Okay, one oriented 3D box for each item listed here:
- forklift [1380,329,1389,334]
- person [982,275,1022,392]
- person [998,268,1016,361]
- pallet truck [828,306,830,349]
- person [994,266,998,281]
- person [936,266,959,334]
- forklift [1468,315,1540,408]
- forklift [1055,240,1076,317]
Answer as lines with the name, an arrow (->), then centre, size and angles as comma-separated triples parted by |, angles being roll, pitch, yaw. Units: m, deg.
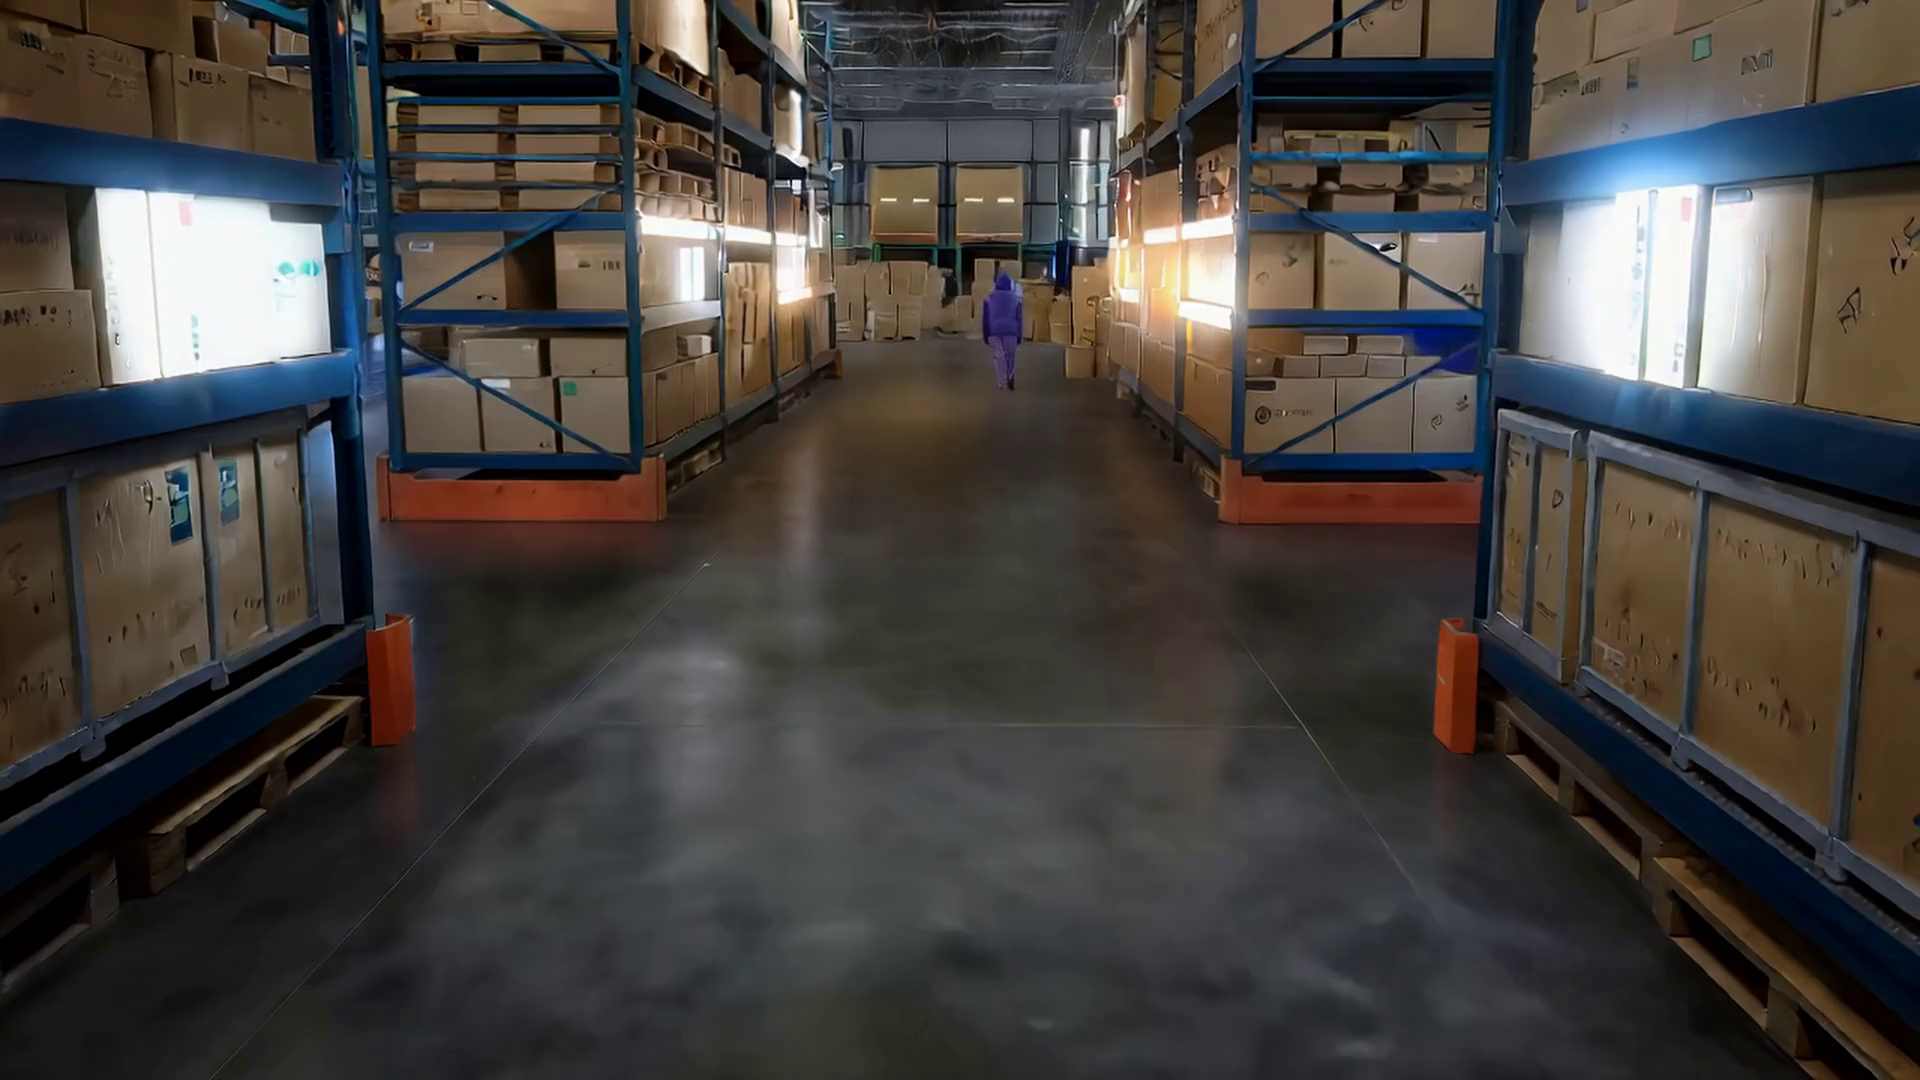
forklift -> 6.569, -3.842, 26.577 | 1.129, 2.768, 1.873 | 0, 9, 1
person -> 0.665, -3.237, 26.116 | 0.634, 1.812, 0.767 | 1, 9, 3
person -> 0.956, -4.661, 34.371 | 0.390, 1.914, 0.588 | 5, 11, 28
pallet truck -> -3.100, -3.940, 29.800 | 1.885, 1.965, 0.823 | 3, 10, 19
person -> 1.282, -8.020, 54.469 | 0.546, 1.920, 0.561 | -3, 10, -17
person -> -0.315, -6.725, 46.727 | 0.524, 1.926, 0.634 | 1, 10, 8
forklift -> 6.423, -2.605, 19.169 | 1.129, 2.768, 1.873 | 0, 9, 1
forklift -> 3.800, -9.398, 59.853 | 1.873, 2.768, 1.129 | 6, 11, 32
